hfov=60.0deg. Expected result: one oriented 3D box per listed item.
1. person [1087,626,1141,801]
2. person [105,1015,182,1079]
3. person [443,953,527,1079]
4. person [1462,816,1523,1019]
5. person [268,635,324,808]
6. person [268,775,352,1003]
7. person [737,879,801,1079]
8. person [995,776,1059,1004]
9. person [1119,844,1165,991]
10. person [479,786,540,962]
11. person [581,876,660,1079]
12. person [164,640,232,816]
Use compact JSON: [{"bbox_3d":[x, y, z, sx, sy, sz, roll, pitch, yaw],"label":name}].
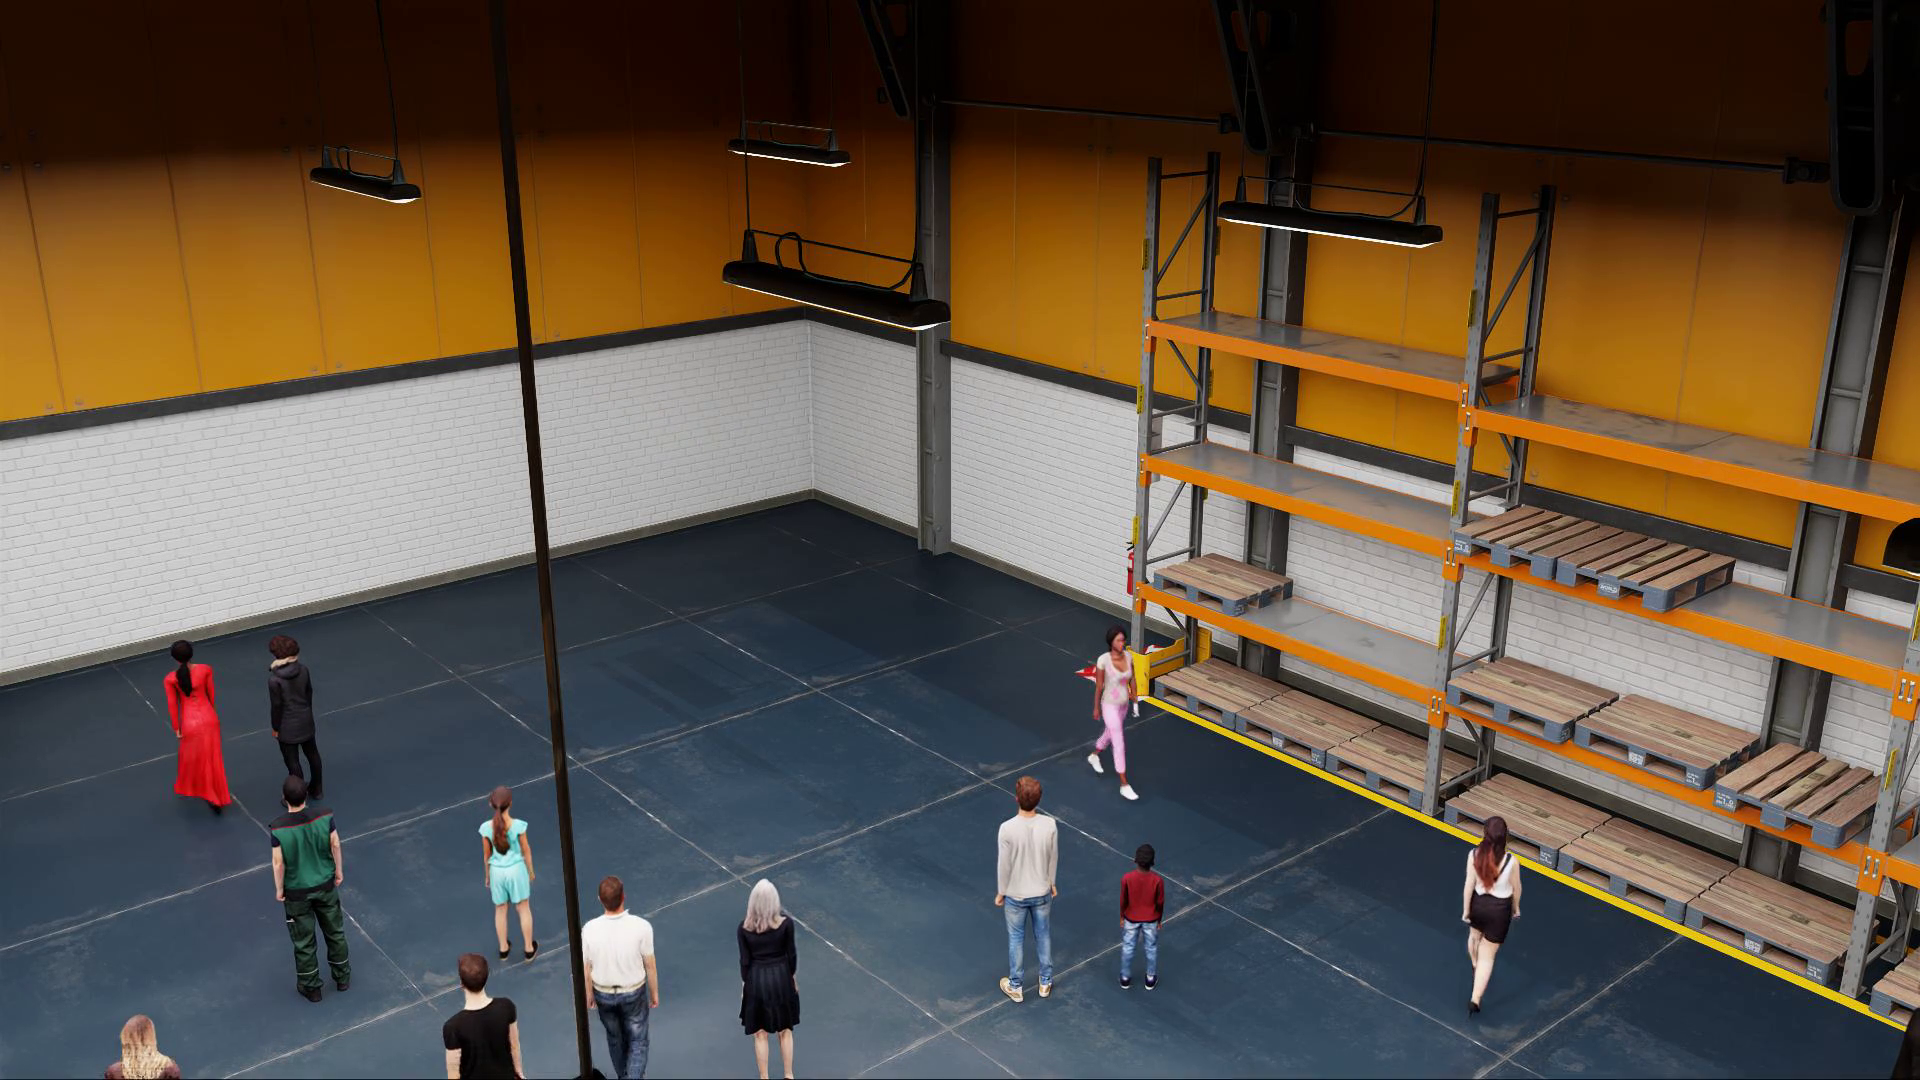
[{"bbox_3d":[1.506,1.667,16.659,0.724,1.697,1.190,-10,21,-28],"label":"person"},{"bbox_3d":[-5.041,3.801,10.358,0.971,1.673,1.169,-3,19,-10],"label":"person"},{"bbox_3d":[-2.994,3.573,10.714,0.689,1.879,0.928,-15,23,-37],"label":"person"},{"bbox_3d":[4.104,2.962,12.939,1.017,1.616,0.910,9,21,24],"label":"person"},{"bbox_3d":[-6.498,1.766,16.236,0.686,1.778,0.698,11,21,29],"label":"person"},{"bbox_3d":[-5.152,2.735,13.169,0.672,1.900,0.569,-14,23,-35],"label":"person"},{"bbox_3d":[-1.372,3.223,11.959,0.694,1.747,0.717,-3,19,-9],"label":"person"},{"bbox_3d":[0.537,2.754,13.107,0.753,1.904,0.754,-4,19,-12],"label":"person"},{"bbox_3d":[1.455,3.018,13.341,0.575,1.252,0.634,1,19,4],"label":"person"},{"bbox_3d":[-3.717,2.741,13.686,0.656,1.558,0.702,-1,19,-2],"label":"person"},{"bbox_3d":[-2.399,3.265,11.692,1.051,1.838,1.166,-1,19,-2],"label":"person"},{"bbox_3d":[-7.331,1.836,16.072,0.649,1.750,1.076,-14,23,-36],"label":"person"}]
